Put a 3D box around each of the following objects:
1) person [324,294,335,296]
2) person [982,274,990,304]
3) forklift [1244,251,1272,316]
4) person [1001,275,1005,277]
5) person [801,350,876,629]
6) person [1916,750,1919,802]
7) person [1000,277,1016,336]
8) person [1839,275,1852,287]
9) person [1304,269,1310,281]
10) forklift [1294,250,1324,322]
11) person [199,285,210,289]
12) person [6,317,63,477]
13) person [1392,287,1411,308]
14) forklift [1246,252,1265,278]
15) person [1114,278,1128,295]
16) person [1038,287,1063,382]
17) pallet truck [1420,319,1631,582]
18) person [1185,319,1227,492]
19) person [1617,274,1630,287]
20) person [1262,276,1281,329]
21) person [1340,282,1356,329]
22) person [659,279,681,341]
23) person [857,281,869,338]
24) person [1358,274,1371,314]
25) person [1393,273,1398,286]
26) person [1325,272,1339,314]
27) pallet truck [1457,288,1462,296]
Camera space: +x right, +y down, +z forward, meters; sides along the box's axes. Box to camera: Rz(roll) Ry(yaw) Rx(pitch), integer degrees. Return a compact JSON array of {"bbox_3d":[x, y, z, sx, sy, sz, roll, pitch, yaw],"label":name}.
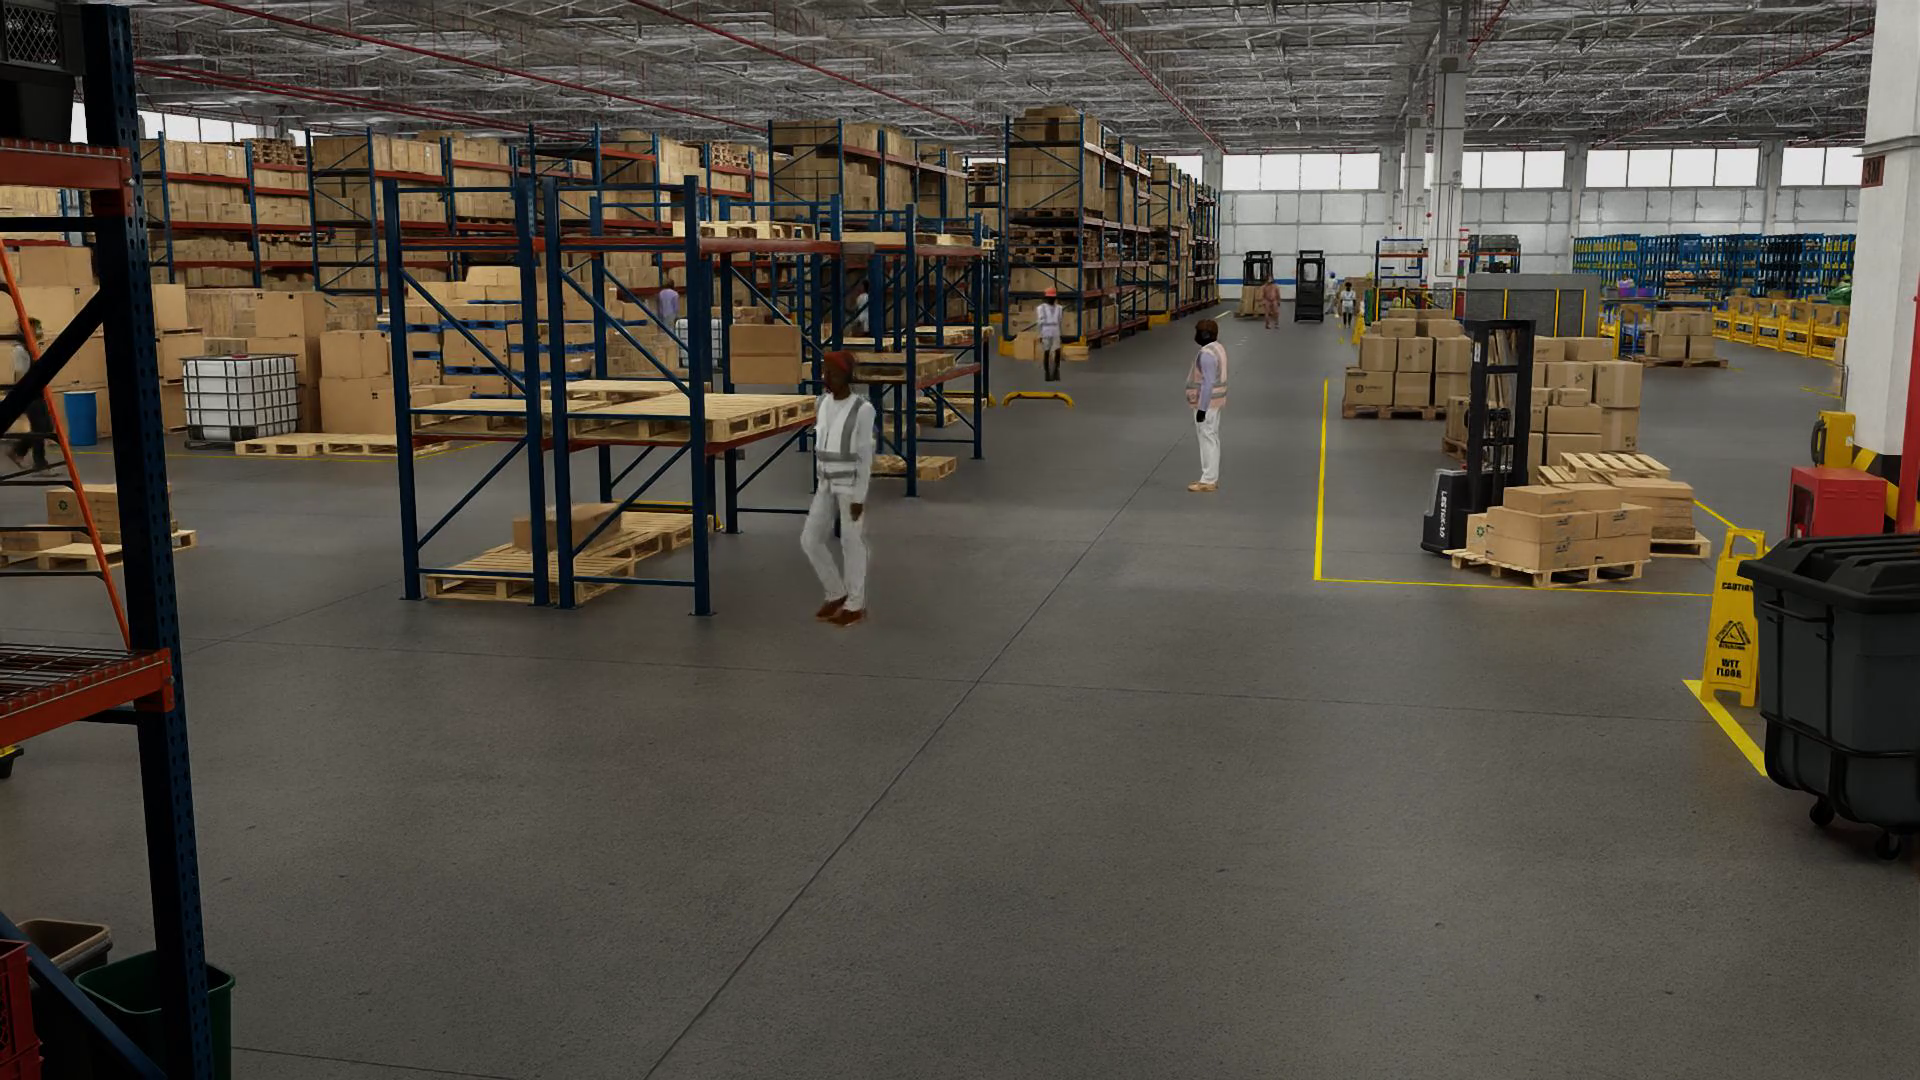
[{"bbox_3d":[-20.132,-7.451,53.019,0.641,1.960,0.823,3,10,15],"label":"person"},{"bbox_3d":[1.406,-12.872,85.621,0.625,1.792,0.874,2,10,12],"label":"person"},{"bbox_3d":[12.656,-10.824,70.300,1.129,2.768,1.873,2,10,12],"label":"forklift"},{"bbox_3d":[2.416,-13.794,91.084,0.624,1.810,0.893,-1,10,-6],"label":"person"},{"bbox_3d":[-0.816,-0.327,11.099,0.476,1.871,0.588,-9,13,-44],"label":"person"},{"bbox_3d":[2.564,0.793,4.173,0.408,1.985,0.615,2,10,10],"label":"person"},{"bbox_3d":[1.538,-7.233,51.905,0.410,1.913,0.643,-8,13,-40],"label":"person"},{"bbox_3d":[38.639,-10.667,72.608,0.597,1.788,0.809,2,10,14],"label":"person"},{"bbox_3d":[19.393,-14.132,92.761,0.859,1.901,0.551,3,10,16],"label":"person"},{"bbox_3d":[13.778,-10.002,65.433,1.129,2.768,1.873,2,10,12],"label":"forklift"},{"bbox_3d":[-17.093,-4.811,37.645,0.874,1.881,0.618,-4,10,-20],"label":"person"},{"bbox_3d":[-10.586,-1.615,18.892,0.555,1.831,0.506,0,10,-1],"label":"person"},{"bbox_3d":[12.492,-6.317,47.114,0.540,1.695,0.316,6,11,33],"label":"person"},{"bbox_3d":[14.806,-13.065,83.570,1.129,2.768,1.873,2,10,12],"label":"forklift"},{"bbox_3d":[7.739,-11.895,79.616,0.724,1.876,0.693,0,10,1],"label":"person"},{"bbox_3d":[1.844,-4.138,33.552,0.557,1.914,0.647,-3,10,-16],"label":"person"},{"bbox_3d":[4.543,-0.757,13.299,0.823,1.965,1.885,-4,10,-22],"label":"pallet truck"},{"bbox_3d":[2.621,-1.430,17.749,0.429,1.841,0.633,3,10,19],"label":"person"},{"bbox_3d":[28.826,-10.652,72.326,0.567,1.850,0.389,-2,10,-10],"label":"person"},{"bbox_3d":[11.131,-8.493,59.410,0.654,1.897,0.414,2,10,10],"label":"person"},{"bbox_3d":[13.802,-8.348,59.201,0.540,1.679,0.625,2,10,14],"label":"person"},{"bbox_3d":[-8.025,-6.276,46.196,0.661,1.921,0.449,5,11,26],"label":"person"},{"bbox_3d":[-2.262,-5.627,42.352,0.962,1.920,0.610,-8,12,-39],"label":"person"},{"bbox_3d":[18.375,-11.032,74.742,0.838,1.802,0.595,3,10,16],"label":"person"},{"bbox_3d":[23.073,-13.284,88.264,0.485,1.734,0.346,-7,12,-35],"label":"person"},{"bbox_3d":[16.687,-11.090,74.801,0.608,1.900,0.970,8,12,38],"label":"person"},{"bbox_3d":[20.506,-9.785,68.819,0.653,1.274,1.630,2,10,12],"label":"pallet truck"}]
